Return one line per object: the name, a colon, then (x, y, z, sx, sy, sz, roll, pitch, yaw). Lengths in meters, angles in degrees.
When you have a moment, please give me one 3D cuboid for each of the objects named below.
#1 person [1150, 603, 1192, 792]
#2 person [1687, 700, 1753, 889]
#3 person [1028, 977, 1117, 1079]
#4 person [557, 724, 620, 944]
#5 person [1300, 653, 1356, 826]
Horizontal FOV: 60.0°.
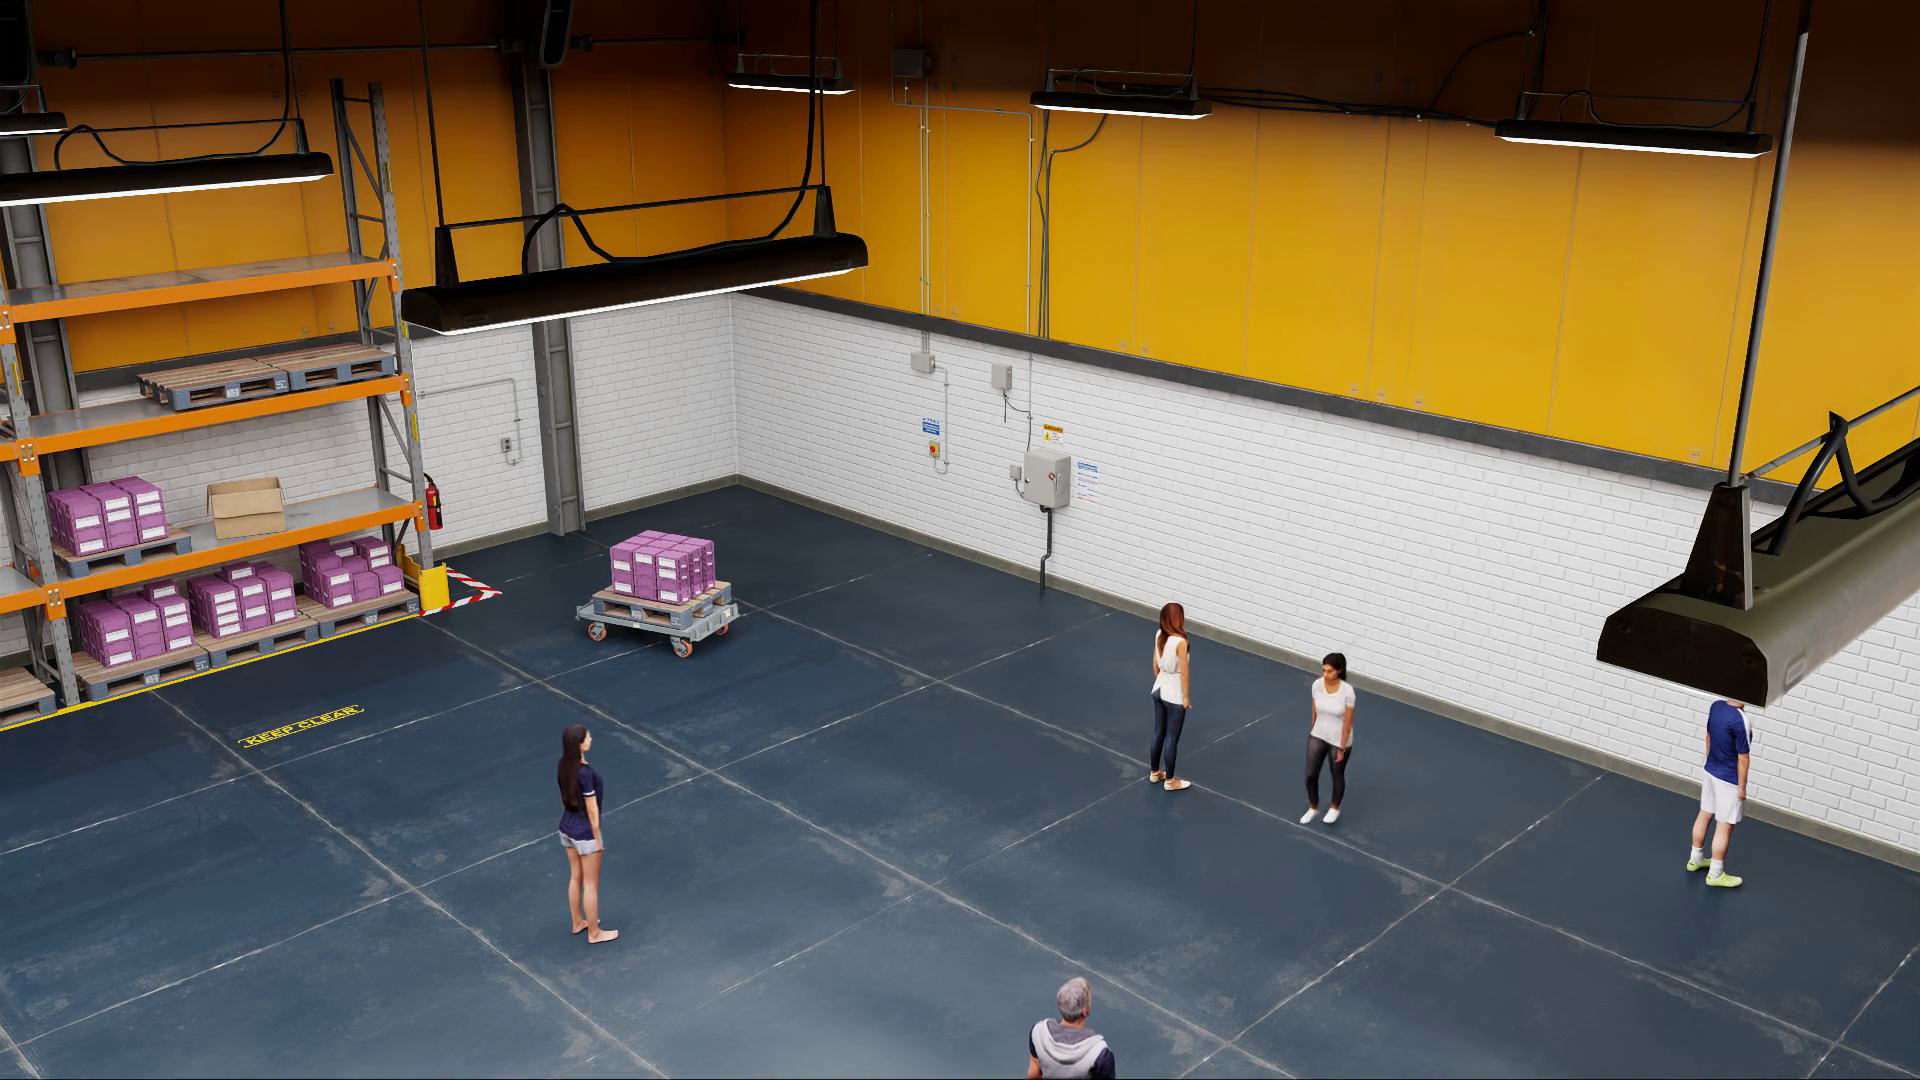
person: (1.893, 1.404, 15.065, 0.606, 1.785, 0.648, -11, 21, -29)
person: (6.202, 1.908, 13.485, 0.747, 1.839, 0.725, -3, 19, -10)
person: (0.614, 3.294, 9.387, 0.745, 1.826, 0.648, 11, 22, 30)
person: (-2.883, 2.225, 12.657, 0.529, 1.766, 0.572, -16, 24, -40)
person: (3.276, 1.707, 14.432, 0.616, 1.615, 0.694, 13, 22, 33)
